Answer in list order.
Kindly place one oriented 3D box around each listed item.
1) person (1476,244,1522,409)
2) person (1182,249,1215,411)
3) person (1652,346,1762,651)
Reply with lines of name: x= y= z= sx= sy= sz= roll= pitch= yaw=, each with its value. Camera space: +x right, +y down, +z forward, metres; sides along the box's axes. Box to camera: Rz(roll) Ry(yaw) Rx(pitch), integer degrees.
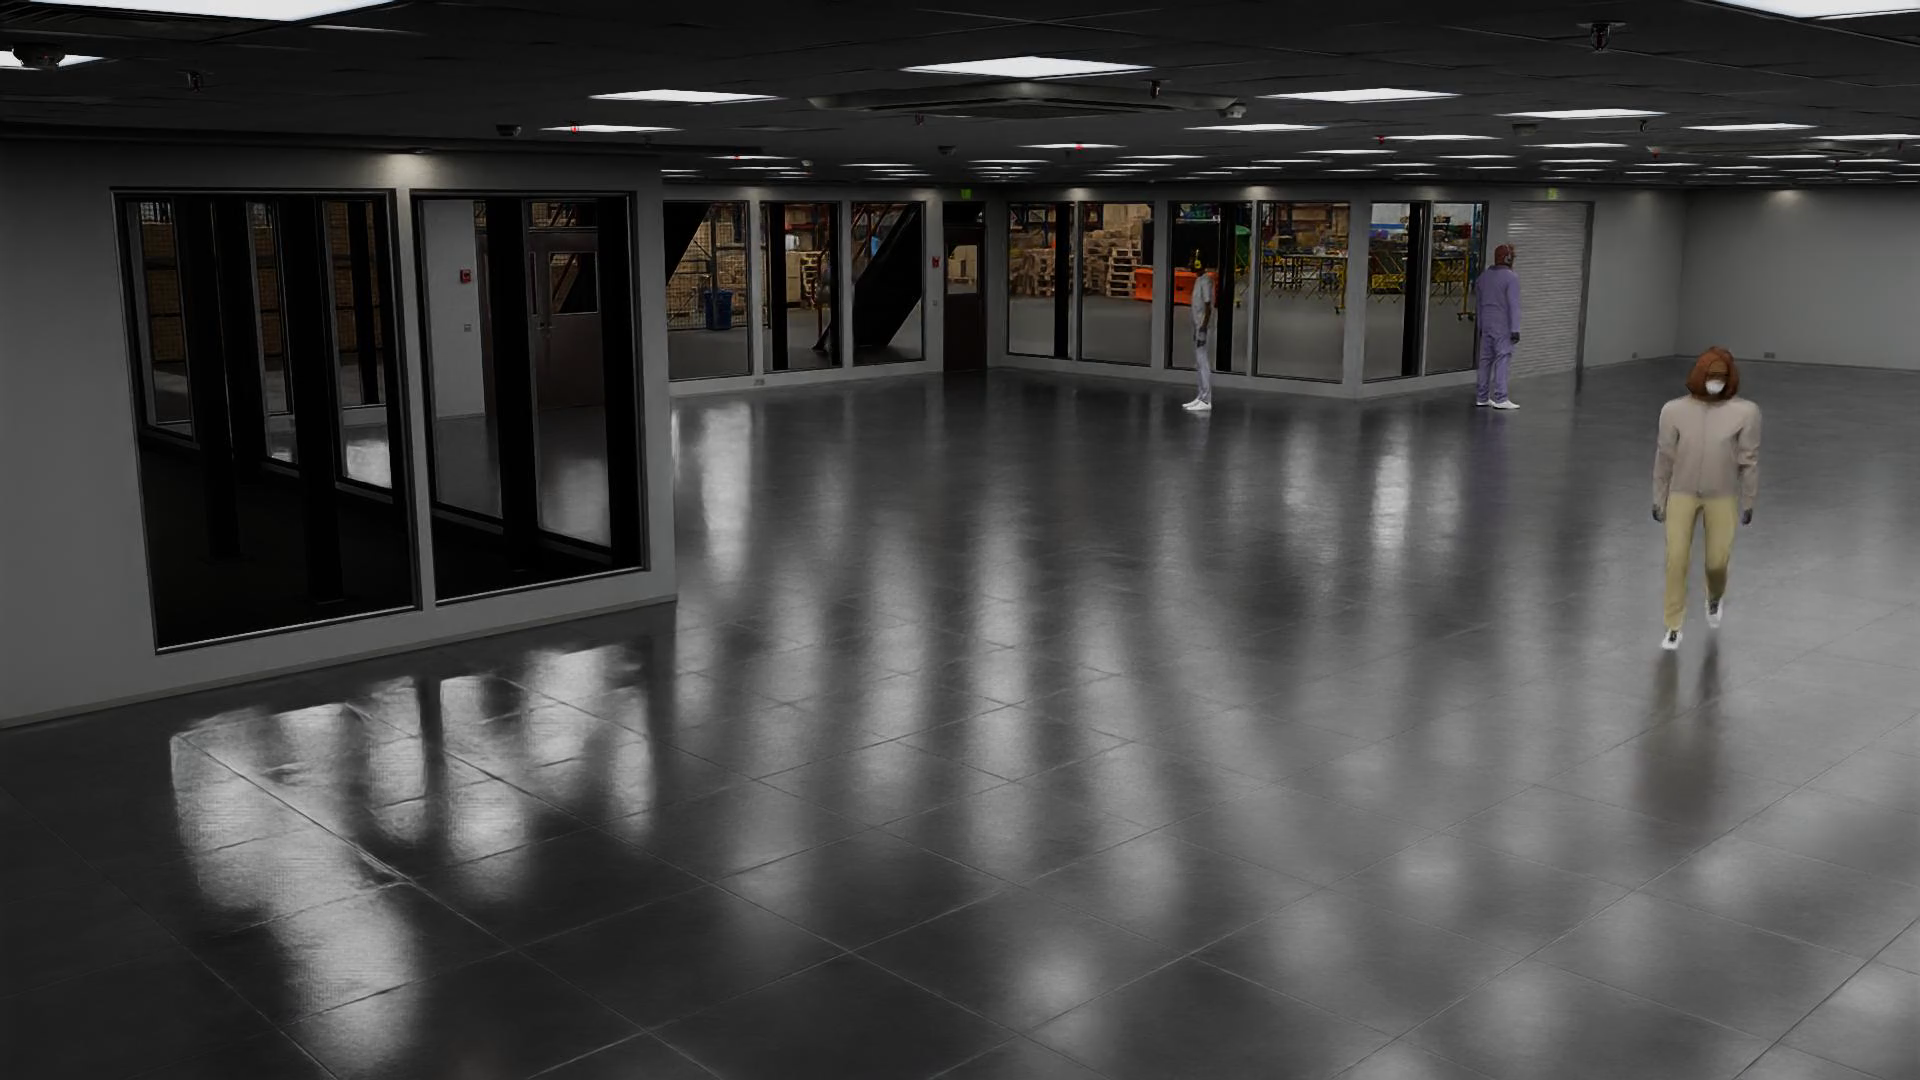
person: x=6.307 y=-2.484 z=19.405 sx=0.409 sy=1.907 sz=0.651 roll=-5 pitch=12 yaw=-24
person: x=2.772 y=-2.421 z=19.213 sx=0.330 sy=1.864 sz=0.512 roll=0 pitch=11 yaw=2
person: x=3.952 y=-0.224 z=8.828 sx=0.507 sy=1.623 sz=0.446 roll=6 pitch=13 yaw=29
